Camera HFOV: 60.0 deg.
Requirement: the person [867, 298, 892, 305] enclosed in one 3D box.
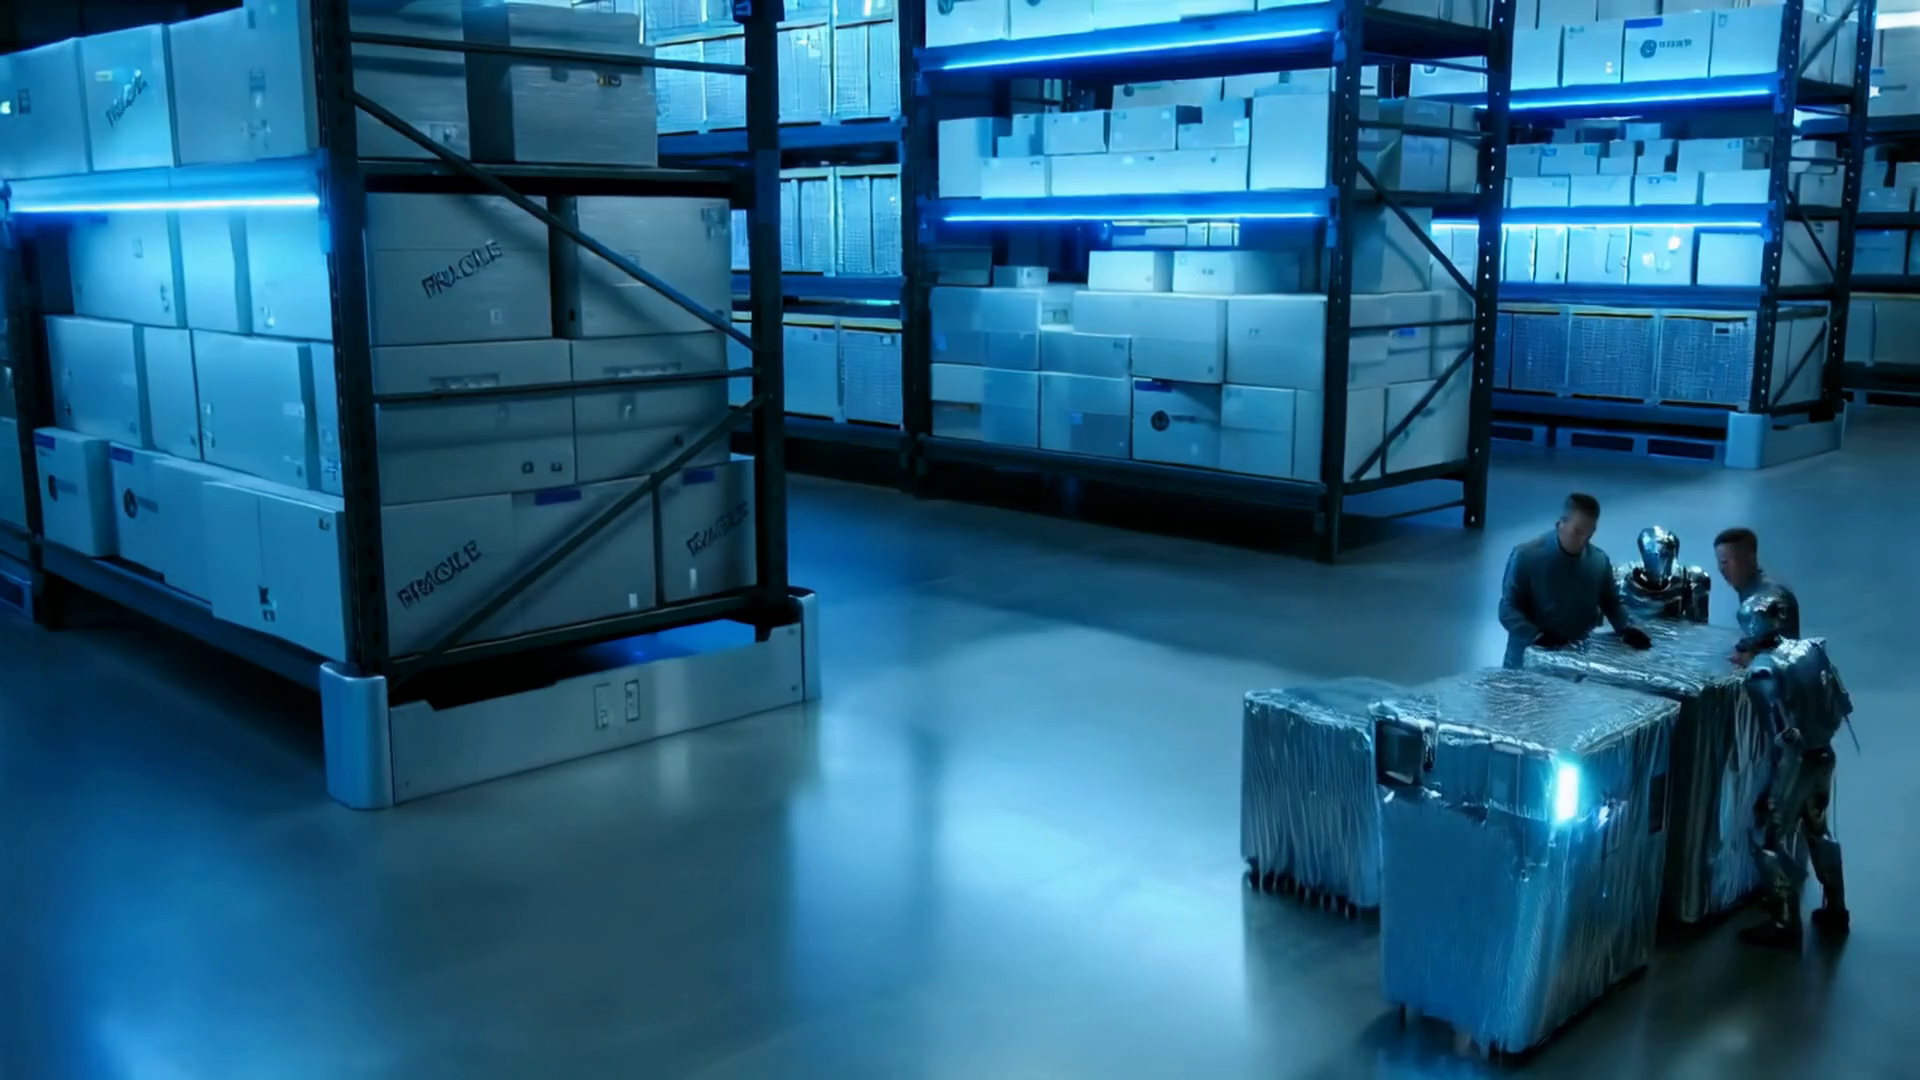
[{"bbox_3d":[-1.080,-2.794,21.670,0.378,1.932,0.551,4,11,19],"label":"person"}]
